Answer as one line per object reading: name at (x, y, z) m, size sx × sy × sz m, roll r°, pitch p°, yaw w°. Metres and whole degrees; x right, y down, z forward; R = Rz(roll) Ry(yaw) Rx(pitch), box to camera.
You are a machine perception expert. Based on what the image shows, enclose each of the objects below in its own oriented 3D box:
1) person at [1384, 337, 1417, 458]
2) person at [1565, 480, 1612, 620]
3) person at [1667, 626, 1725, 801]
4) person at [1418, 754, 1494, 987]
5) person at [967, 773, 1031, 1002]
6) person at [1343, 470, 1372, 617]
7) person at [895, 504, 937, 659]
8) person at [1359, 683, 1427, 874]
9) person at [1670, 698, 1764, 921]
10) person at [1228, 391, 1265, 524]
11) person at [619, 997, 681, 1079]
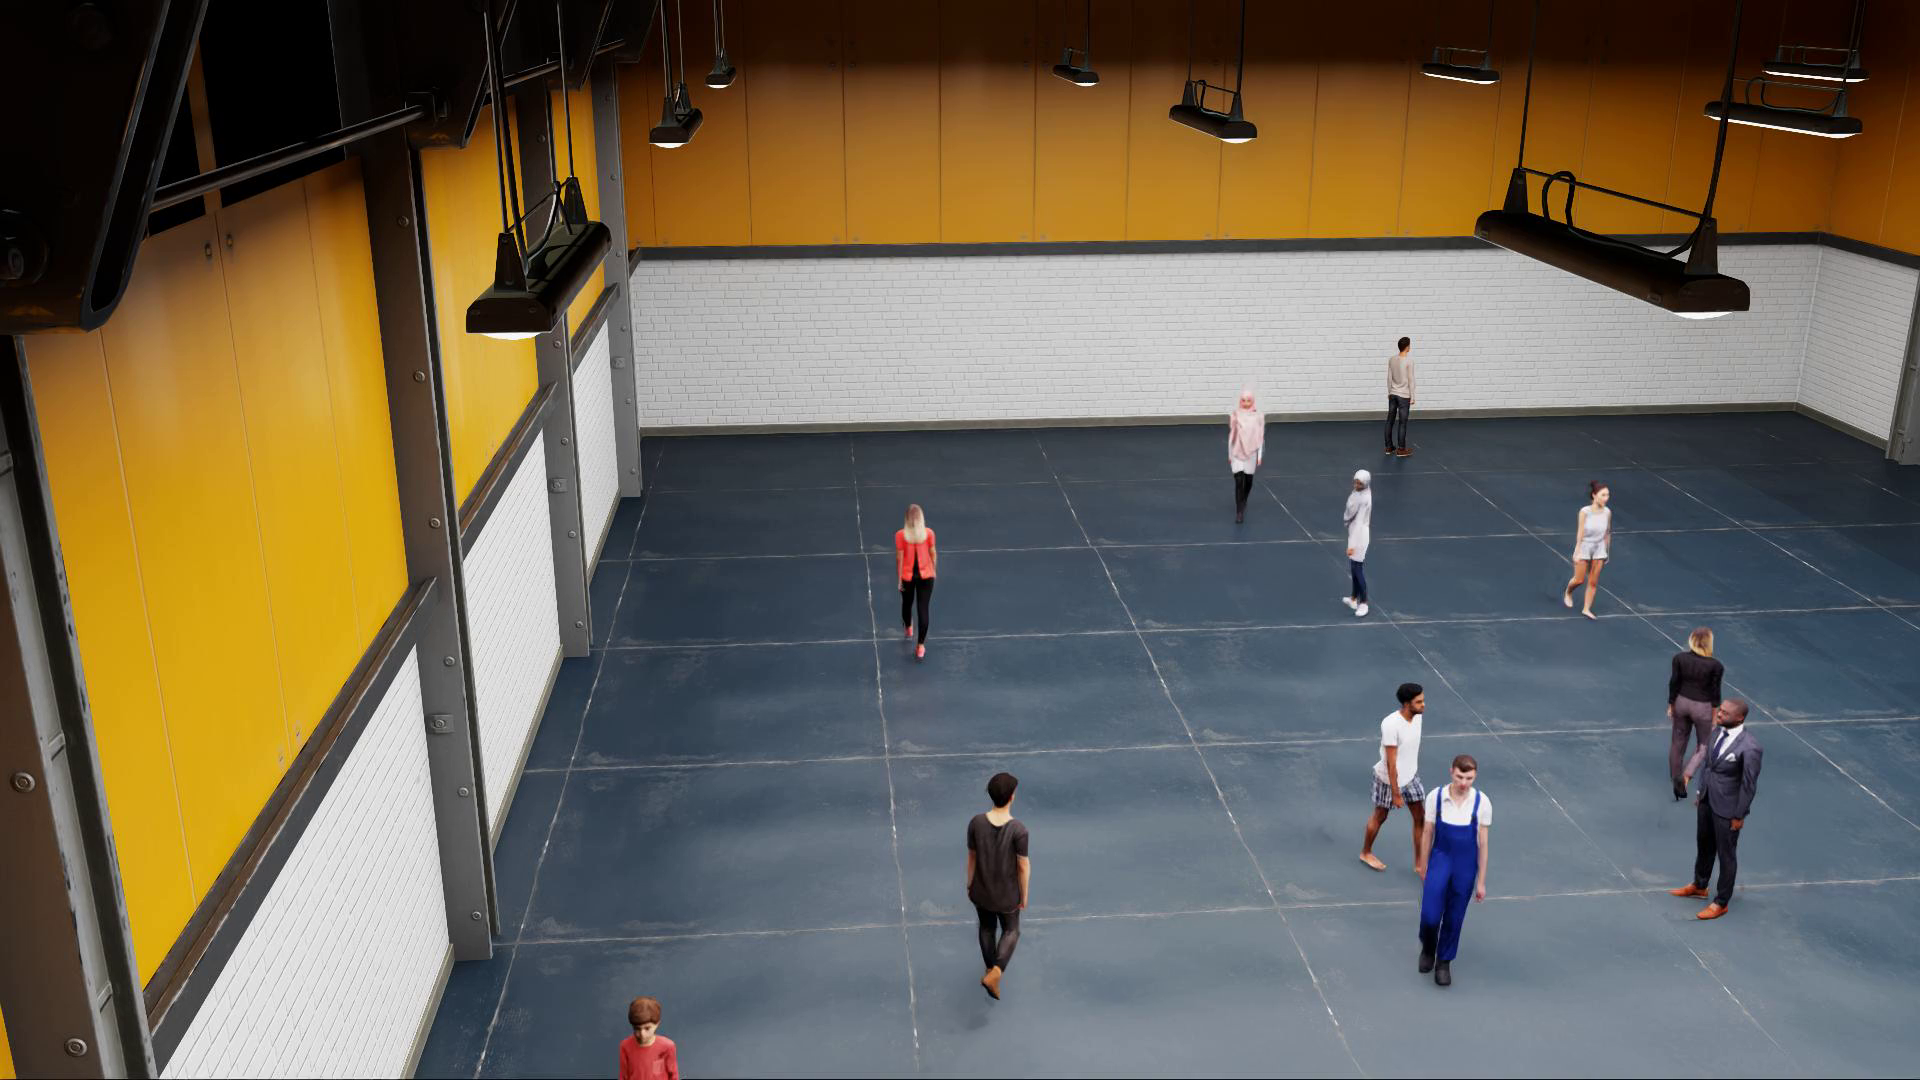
person at (6.832, -2.239, 25.831) m, size 0.802 × 1.868 × 0.705 m, roll -15°, pitch 24°, yaw -37°
person at (7.278, 0.097, 19.305) m, size 0.620 × 1.605 × 0.726 m, roll -4°, pitch 19°, yaw -11°
person at (6.495, 1.584, 14.801) m, size 0.772 × 1.663 × 0.831 m, roll 15°, pitch 24°, yaw 37°
person at (3.621, 2.367, 12.207) m, size 0.724 × 1.834 × 0.776 m, roll 4°, pitch 19°, yaw 13°
person at (0.235, 2.521, 11.964) m, size 0.838 × 1.697 × 0.981 m, roll 7°, pitch 20°, yaw 19°
person at (4.659, -0.020, 19.420) m, size 0.856 × 1.755 × 0.627 m, roll 8°, pitch 20°, yaw 22°
person at (-0.466, 0.472, 18.131) m, size 0.659 × 1.644 × 1.151 m, roll 0°, pitch 19°, yaw 0°
person at (3.522, 1.937, 13.686) m, size 0.915 × 1.706 × 1.035 m, roll -14°, pitch 23°, yaw -35°
person at (5.997, 2.078, 13.083) m, size 0.778 × 1.824 × 0.553 m, roll -4°, pitch 19°, yaw -11°
person at (3.891, -1.161, 22.765) m, size 0.815 × 1.782 × 1.133 m, roll 3°, pitch 19°, yaw 10°
person at (-1.830, 3.340, 9.986) m, size 0.545 × 1.408 × 0.643 m, roll 0°, pitch 19°, yaw -1°
